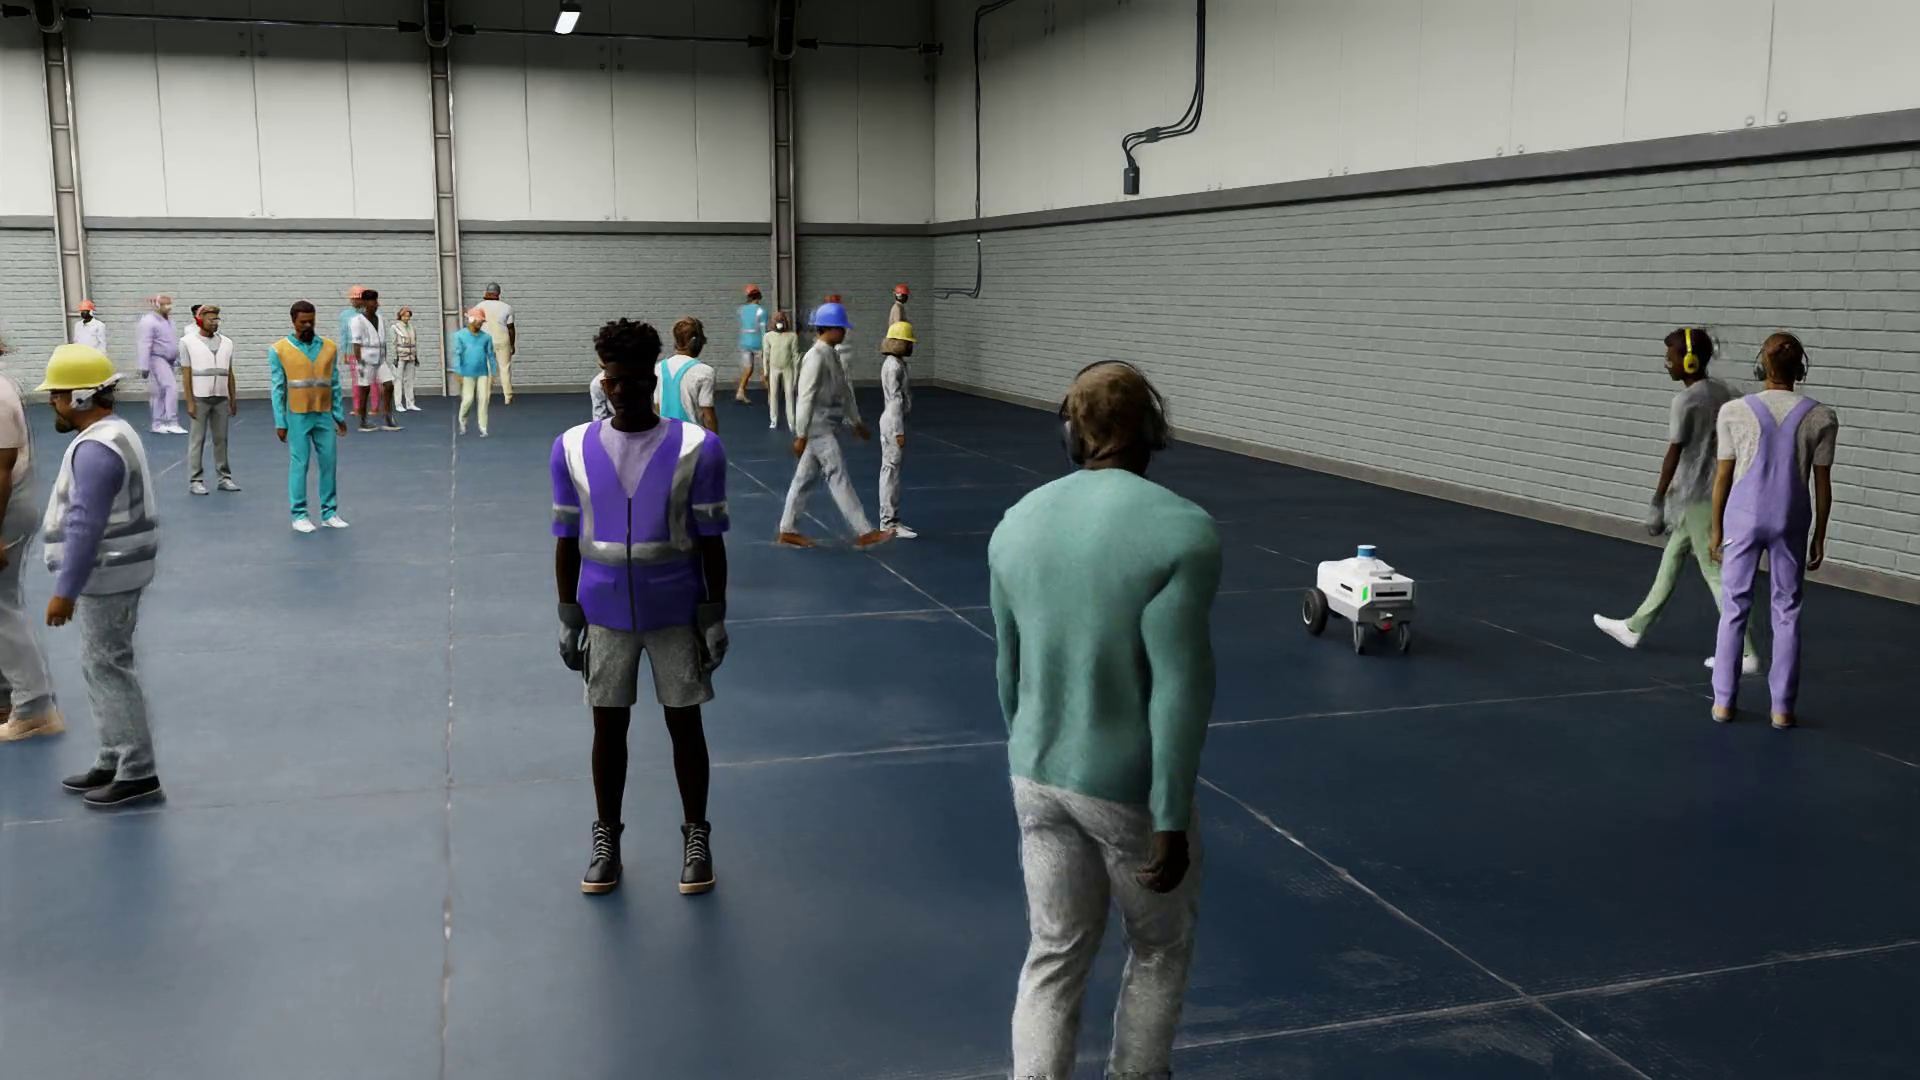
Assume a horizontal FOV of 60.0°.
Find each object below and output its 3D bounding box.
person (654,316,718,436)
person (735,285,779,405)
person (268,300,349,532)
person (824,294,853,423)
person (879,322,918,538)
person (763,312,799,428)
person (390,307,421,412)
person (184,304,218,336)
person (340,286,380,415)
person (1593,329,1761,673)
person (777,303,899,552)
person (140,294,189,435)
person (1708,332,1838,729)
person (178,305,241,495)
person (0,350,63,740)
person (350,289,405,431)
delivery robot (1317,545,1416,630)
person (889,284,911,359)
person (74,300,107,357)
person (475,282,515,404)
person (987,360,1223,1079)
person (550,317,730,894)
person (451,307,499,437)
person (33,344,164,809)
[{"bbox_3d":[-1.826,-0.580,11.177,0.512,1.835,0.359,5,10,30],"label":"person"},{"bbox_3d":[-3.424,-3.225,27.562,0.608,1.990,0.738,4,10,23],"label":"person"},{"bbox_3d":[-5.395,-1.021,13.756,0.388,1.904,0.606,7,11,38],"label":"person"},{"bbox_3d":[-1.857,-2.608,24.014,0.780,1.853,0.573,1,9,5],"label":"person"},{"bbox_3d":[-0.496,-0.892,13.466,0.311,1.737,0.483,-1,9,-7],"label":"person"},{"bbox_3d":[-2.492,-2.361,23.199,0.501,1.627,0.283,-1,9,-4],"label":"person"},{"bbox_3d":[-8.750,-2.842,26.216,0.310,1.640,0.514,5,10,28],"label":"person"},{"bbox_3d":[-11.851,-2.837,26.032,0.532,1.691,0.321,-1,9,-3],"label":"person"},{"bbox_3d":[-9.163,-2.888,25.427,0.607,1.987,0.411,0,9,-2],"label":"person"},{"bbox_3d":[3.882,-0.218,8.925,0.544,1.810,0.992,-8,12,-41],"label":"person"},{"bbox_3d":[-0.962,-0.845,12.662,1.010,1.889,0.614,1,9,4],"label":"person"},{"bbox_3d":[-10.591,-2.349,22.291,0.736,1.880,0.658,0,9,0],"label":"person"},{"bbox_3d":[3.756,-0.040,7.728,0.501,1.839,0.341,4,10,21],"label":"person"},{"bbox_3d":[-7.299,-1.359,16.151,0.391,1.836,0.561,5,10,31],"label":"person"},{"bbox_3d":[-4.443,-0.118,7.557,0.607,2.000,0.744,-5,10,-30],"label":"person"},{"bbox_3d":[-7.923,-2.429,22.612,0.793,1.932,0.645,5,10,29],"label":"person"},{"bbox_3d":[2.313,0.274,9.486,0.477,0.478,0.707,-2,9,-10],"label":"delivery robot"},{"bbox_3d":[-1.041,-3.460,29.033,0.396,1.990,0.621,0,9,-2],"label":"person"},{"bbox_3d":[-13.659,-2.884,26.104,0.562,1.756,0.318,2,9,14],"label":"person"},{"bbox_3d":[-7.790,-3.303,27.881,0.688,2.000,0.536,-1,9,-6],"label":"person"},{"bbox_3d":[0.286,0.559,3.705,0.650,1.890,0.584,7,11,38],"label":"person"},{"bbox_3d":[-1.070,0.233,5.603,0.603,1.957,0.386,0,9,1],"label":"person"},{"bbox_3d":[-6.409,-2.214,21.977,0.591,1.722,0.461,-8,12,-42],"label":"person"},{"bbox_3d":[-3.385,0.145,6.556,0.420,1.824,0.611,-4,10,-22],"label":"person"}]
